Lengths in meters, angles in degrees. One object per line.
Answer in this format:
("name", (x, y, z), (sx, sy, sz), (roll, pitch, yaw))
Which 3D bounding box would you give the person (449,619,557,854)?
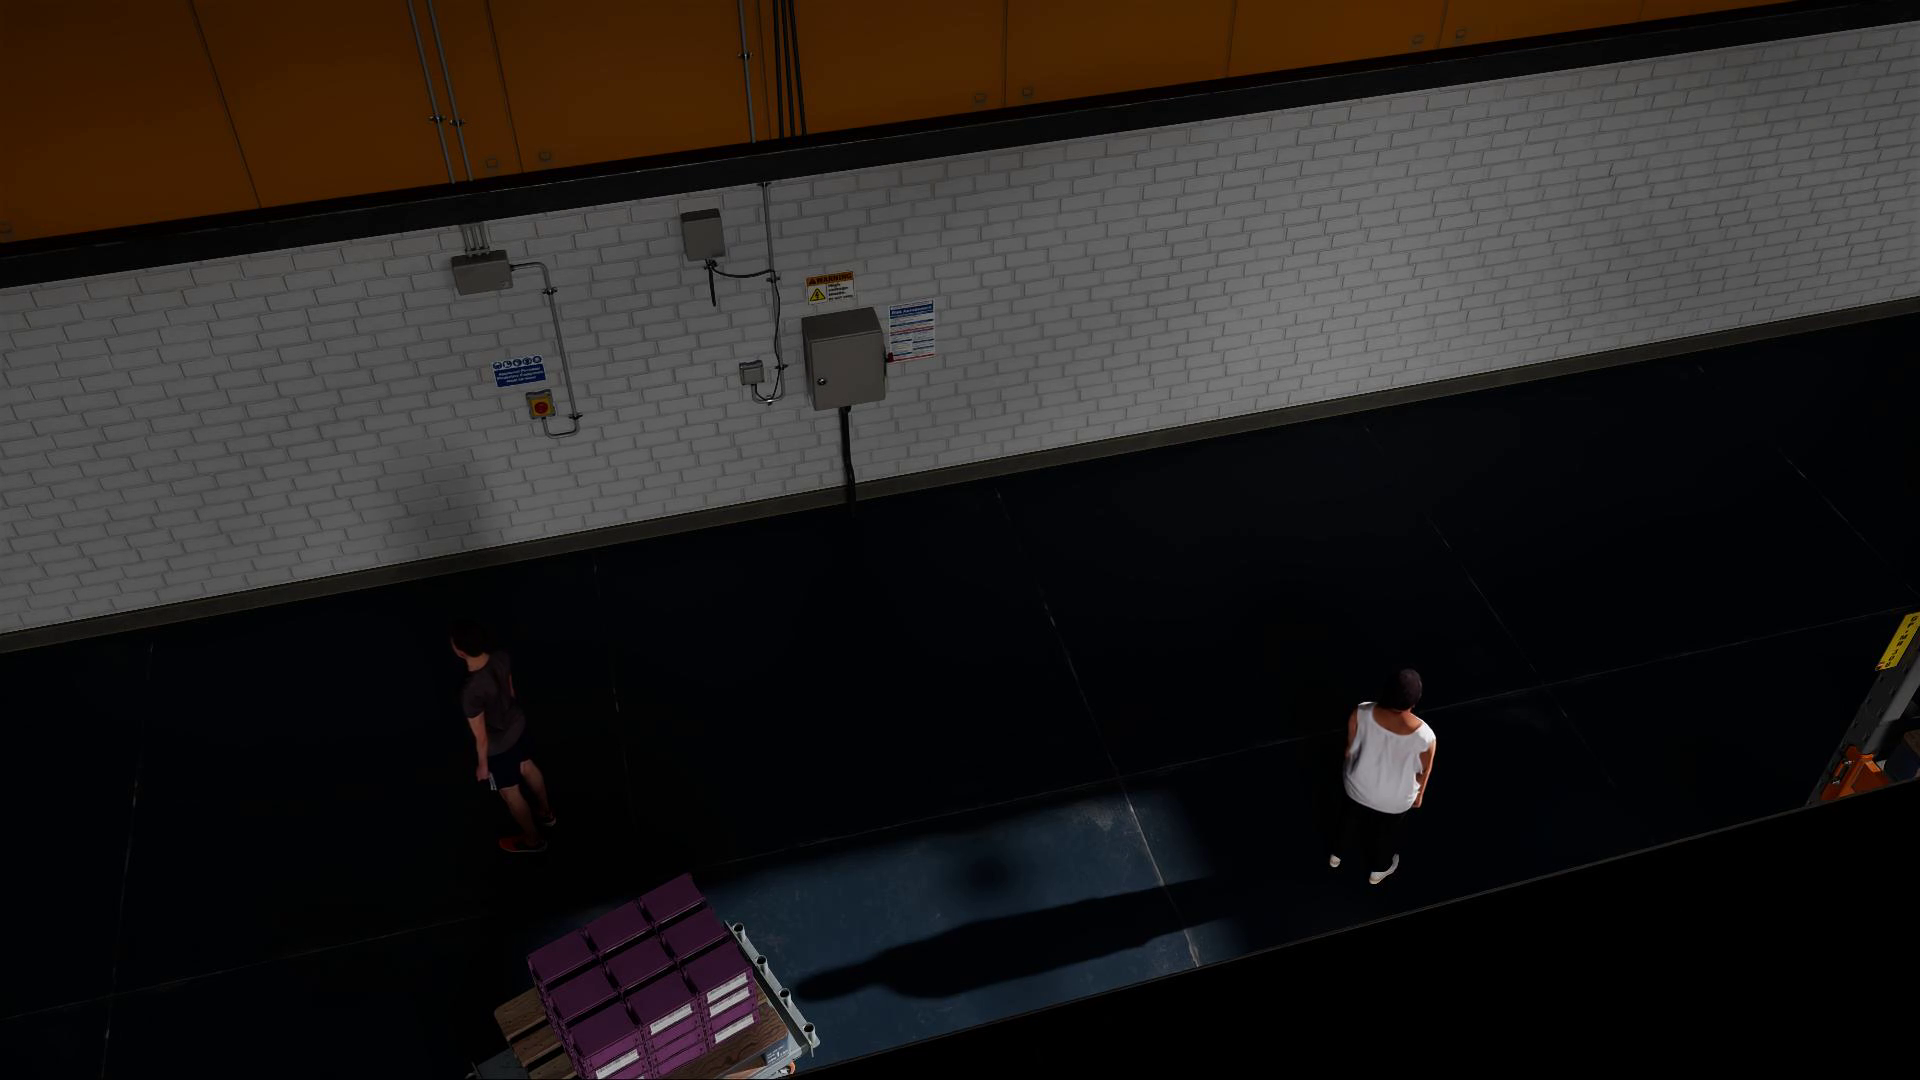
("person", (-2.636, 1.130, 9.559), (0.790, 1.851, 0.656), (9, 44, 9))

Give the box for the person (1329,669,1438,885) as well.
("person", (2.407, 1.328, 9.469), (0.752, 1.688, 0.820), (24, 49, 23))
